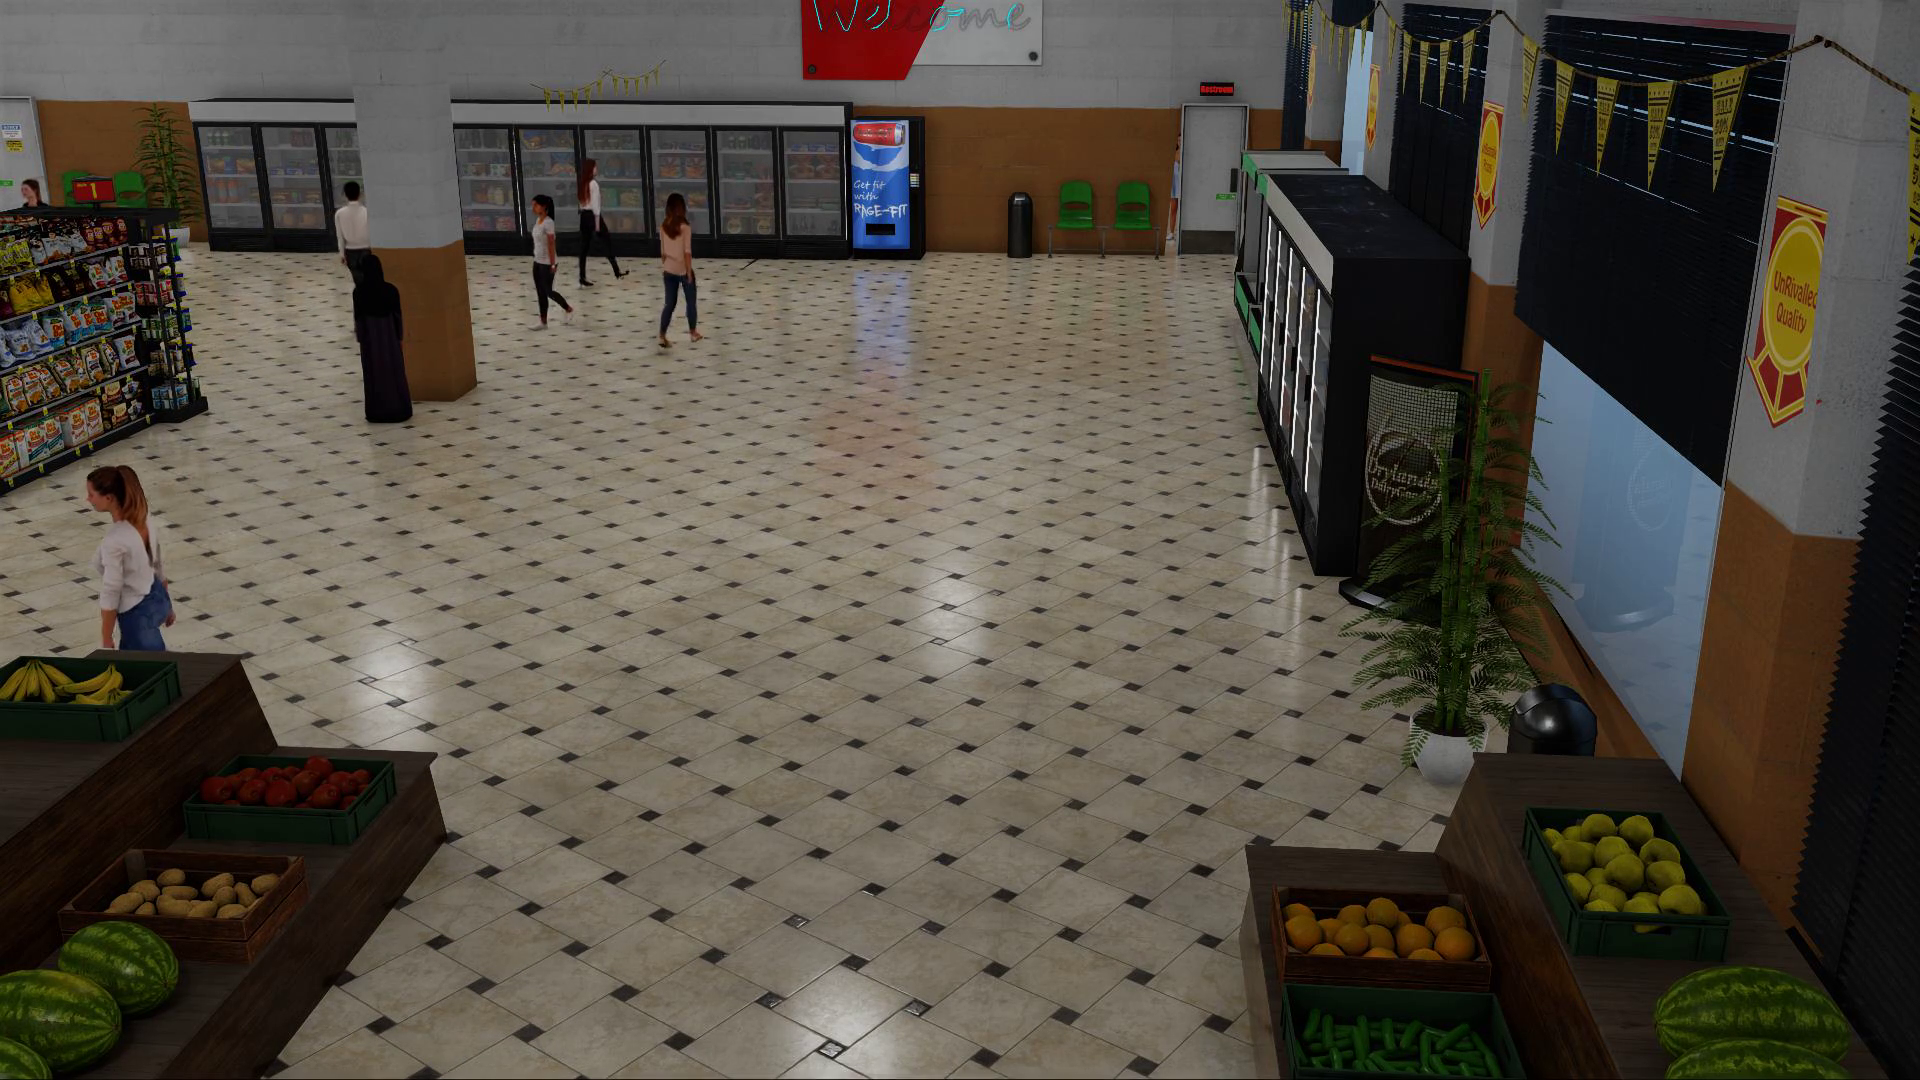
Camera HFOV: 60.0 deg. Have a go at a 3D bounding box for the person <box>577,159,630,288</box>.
[{"bbox_3d":[-5.155,-4.334,22.951,0.987,1.722,1.165,14,23,36],"label":"person"}]

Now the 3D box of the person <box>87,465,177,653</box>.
[{"bbox_3d":[-4.259,0.435,8.848,0.749,1.696,0.937,0,19,-1],"label":"person"}]

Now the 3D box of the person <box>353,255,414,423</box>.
[{"bbox_3d":[-5.594,-1.944,16.031,0.701,1.614,0.719,-6,20,-17],"label":"person"}]

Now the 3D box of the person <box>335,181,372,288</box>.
[{"bbox_3d":[-7.234,-3.376,20.006,0.738,1.788,1.030,-1,19,-4],"label":"person"}]

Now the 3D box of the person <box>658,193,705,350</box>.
[{"bbox_3d":[-3.291,-3.041,19.071,0.816,1.751,1.192,7,20,20],"label":"person"}]

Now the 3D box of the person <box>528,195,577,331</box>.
[{"bbox_3d":[-4.989,-3.373,20.234,0.881,1.636,0.854,-11,22,-30],"label":"person"}]
